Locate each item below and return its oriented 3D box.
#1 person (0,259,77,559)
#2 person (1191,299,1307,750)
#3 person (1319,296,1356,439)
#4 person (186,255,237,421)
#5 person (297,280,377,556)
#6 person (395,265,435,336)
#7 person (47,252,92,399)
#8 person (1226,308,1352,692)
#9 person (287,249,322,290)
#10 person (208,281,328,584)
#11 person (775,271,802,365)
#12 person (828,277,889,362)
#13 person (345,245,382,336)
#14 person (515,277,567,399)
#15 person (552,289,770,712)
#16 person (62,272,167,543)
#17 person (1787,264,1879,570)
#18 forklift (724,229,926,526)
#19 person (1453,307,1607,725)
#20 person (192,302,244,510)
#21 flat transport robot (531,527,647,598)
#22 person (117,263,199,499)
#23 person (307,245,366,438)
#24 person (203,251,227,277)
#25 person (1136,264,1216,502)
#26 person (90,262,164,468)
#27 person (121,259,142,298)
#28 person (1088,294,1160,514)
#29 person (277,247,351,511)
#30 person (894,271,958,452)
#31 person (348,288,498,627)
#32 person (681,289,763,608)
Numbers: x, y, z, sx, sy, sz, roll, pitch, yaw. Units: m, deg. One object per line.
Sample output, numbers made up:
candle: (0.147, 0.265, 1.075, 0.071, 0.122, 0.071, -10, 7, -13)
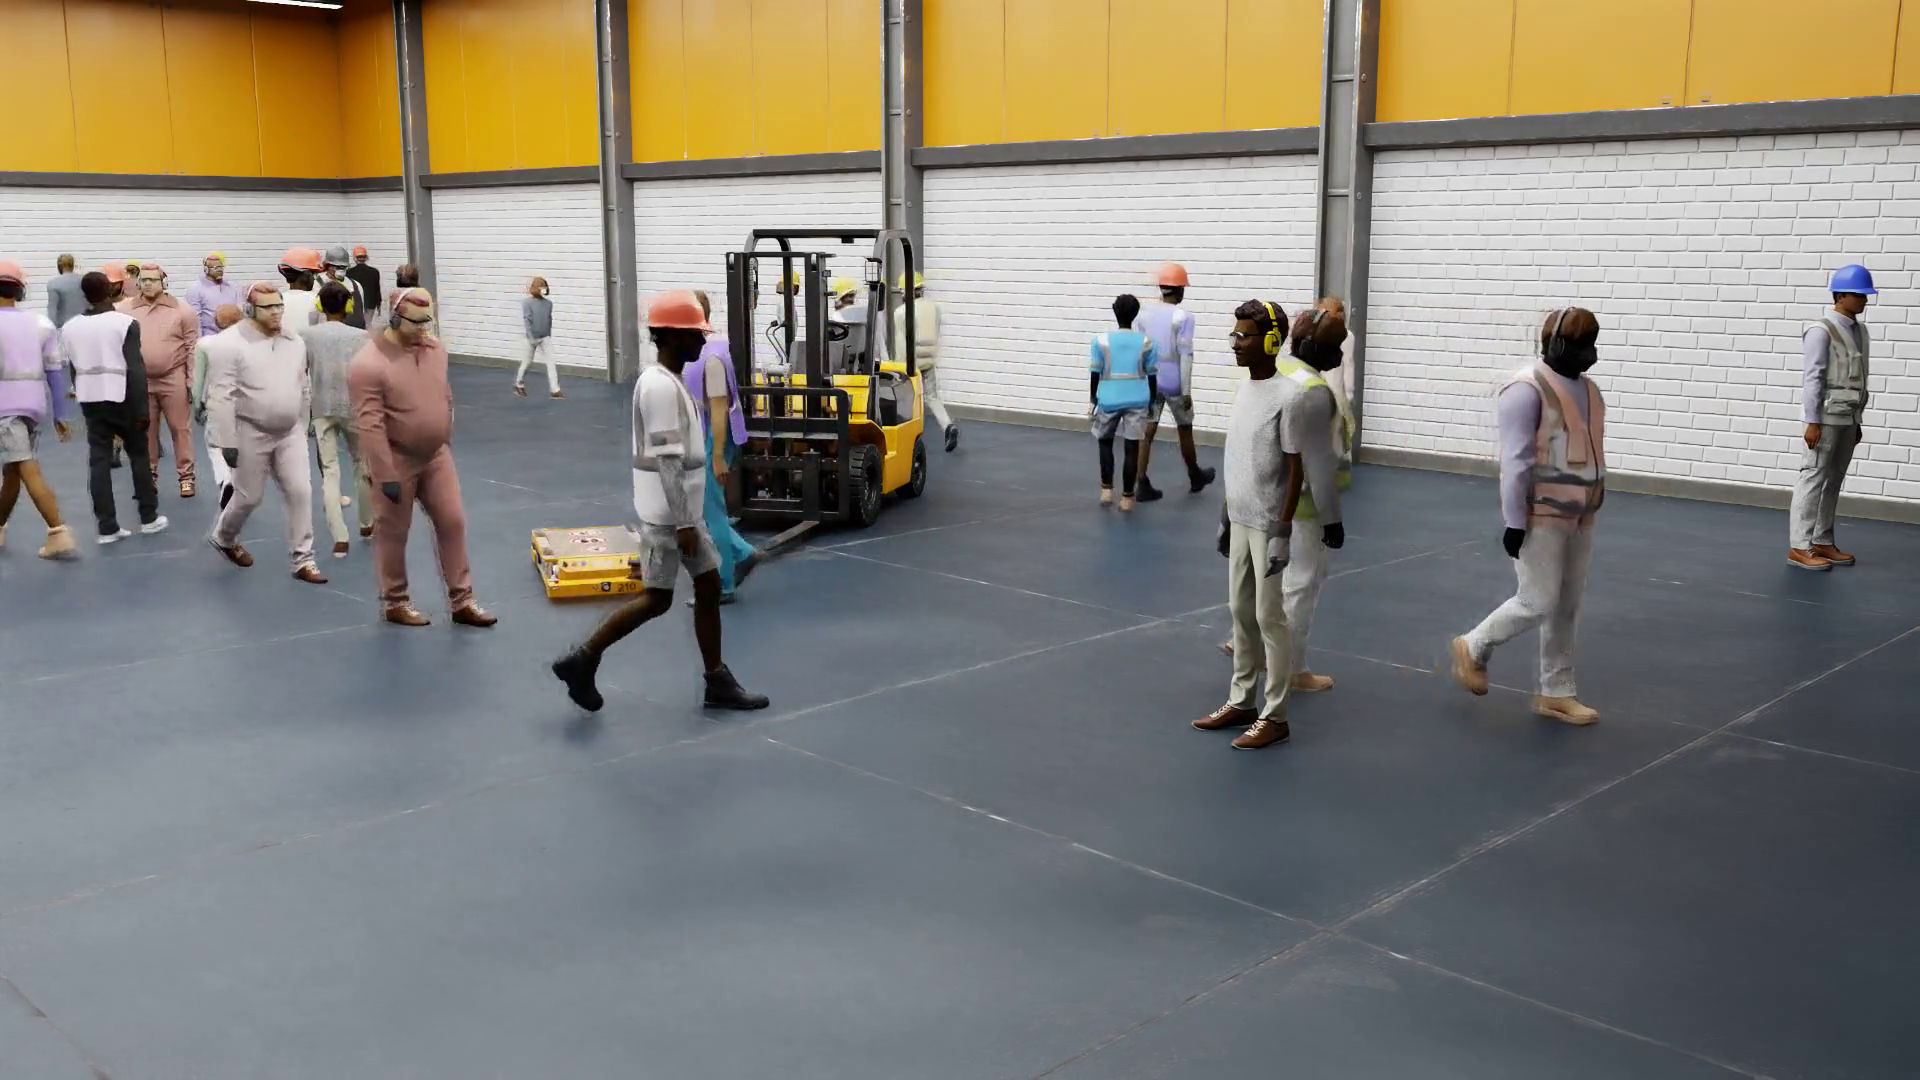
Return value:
person: (-6.285, -0.861, 11.046, 1.087, 1.970, 0.609, 5, 12, 26)
person: (1.227, -0.064, 6.959, 0.329, 1.872, 0.507, -4, 11, -22)
person: (3.107, -1.230, 13.957, 0.364, 1.620, 0.533, -10, 14, -44)
person: (-8.475, -2.295, 19.028, 0.410, 1.909, 0.642, 5, 12, 26)
person: (-4.234, -0.839, 11.346, 0.508, 1.821, 0.942, -3, 11, -17)
person: (-6.124, -2.122, 18.366, 0.931, 1.796, 0.653, 2, 11, 10)
person: (-11.427, -2.751, 21.499, 0.765, 1.920, 0.635, 4, 11, 23)
person: (1.573, -0.158, 7.656, 0.437, 1.809, 0.649, 0, 10, -1)
person: (-8.502, -2.826, 21.798, 0.657, 1.959, 0.818, -8, 13, -36)
person: (-4.335, -0.666, 10.270, 0.839, 1.869, 0.667, 8, 13, 37)
person: (-1.944, -2.191, 18.927, 0.322, 1.735, 0.486, -1, 10, -4)
person: (-0.961, -1.488, 15.062, 0.597, 1.747, 1.008, -9, 14, -40)
person: (-10.041, -3.978, 28.042, 0.622, 1.970, 0.859, -9, 14, -42)
person: (-5.561, -2.659, 21.864, 0.873, 1.592, 0.495, 9, 14, 40)
person: (-1.342, -0.151, 7.352, 0.880, 1.913, 0.543, 0, 10, 1)
person: (-5.997, -0.951, 11.785, 0.629, 1.870, 0.811, 0, 10, 2)
person: (5.613, -0.784, 10.673, 0.614, 1.945, 0.403, -7, 13, -35)
forklift: (-1.050, -1.319, 12.920, 1.214, 2.155, 2.313, 2, 11, 13)
person: (2.563, -0.110, 7.325, 0.642, 1.829, 0.582, -8, 13, -36)
person: (-5.542, -0.994, 12.677, 0.543, 1.621, 0.495, -6, 12, -30)
flat transport robot: (-2.291, 0.110, 10.374, 0.652, 0.197, 1.431, -3, 11, -18)
person: (-6.521, -1.289, 13.533, 0.643, 1.912, 0.410, -2, 11, -11)
person: (-6.530, -2.097, 17.580, 0.537, 2.000, 0.678, 8, 13, 38)
person: (-12.067, -3.725, 26.921, 0.411, 1.877, 0.717, -9, 14, -40)
person: (1.738, -1.280, 13.528, 0.569, 1.888, 0.957, 9, 14, 41)
person: (-7.792, -1.640, 15.537, 0.563, 1.894, 1.013, -1, 10, -7)
person: (-12.897, -3.517, 26.086, 0.522, 1.765, 0.317, -3, 11, -17)
person: (1.263, -1.061, 12.897, 0.557, 1.674, 0.601, 0, 10, 1)
person: (-5.077, -1.239, 12.903, 0.609, 2.040, 0.394, 1, 10, 4)
person: (-0.371, -1.740, 16.295, 0.580, 1.801, 0.803, -8, 13, -36)
person: (-2.889, -0.413, 8.913, 0.799, 1.852, 0.703, 7, 13, 34)
person: (-1.430, -0.526, 9.594, 0.461, 1.822, 0.662, -4, 11, -19)
